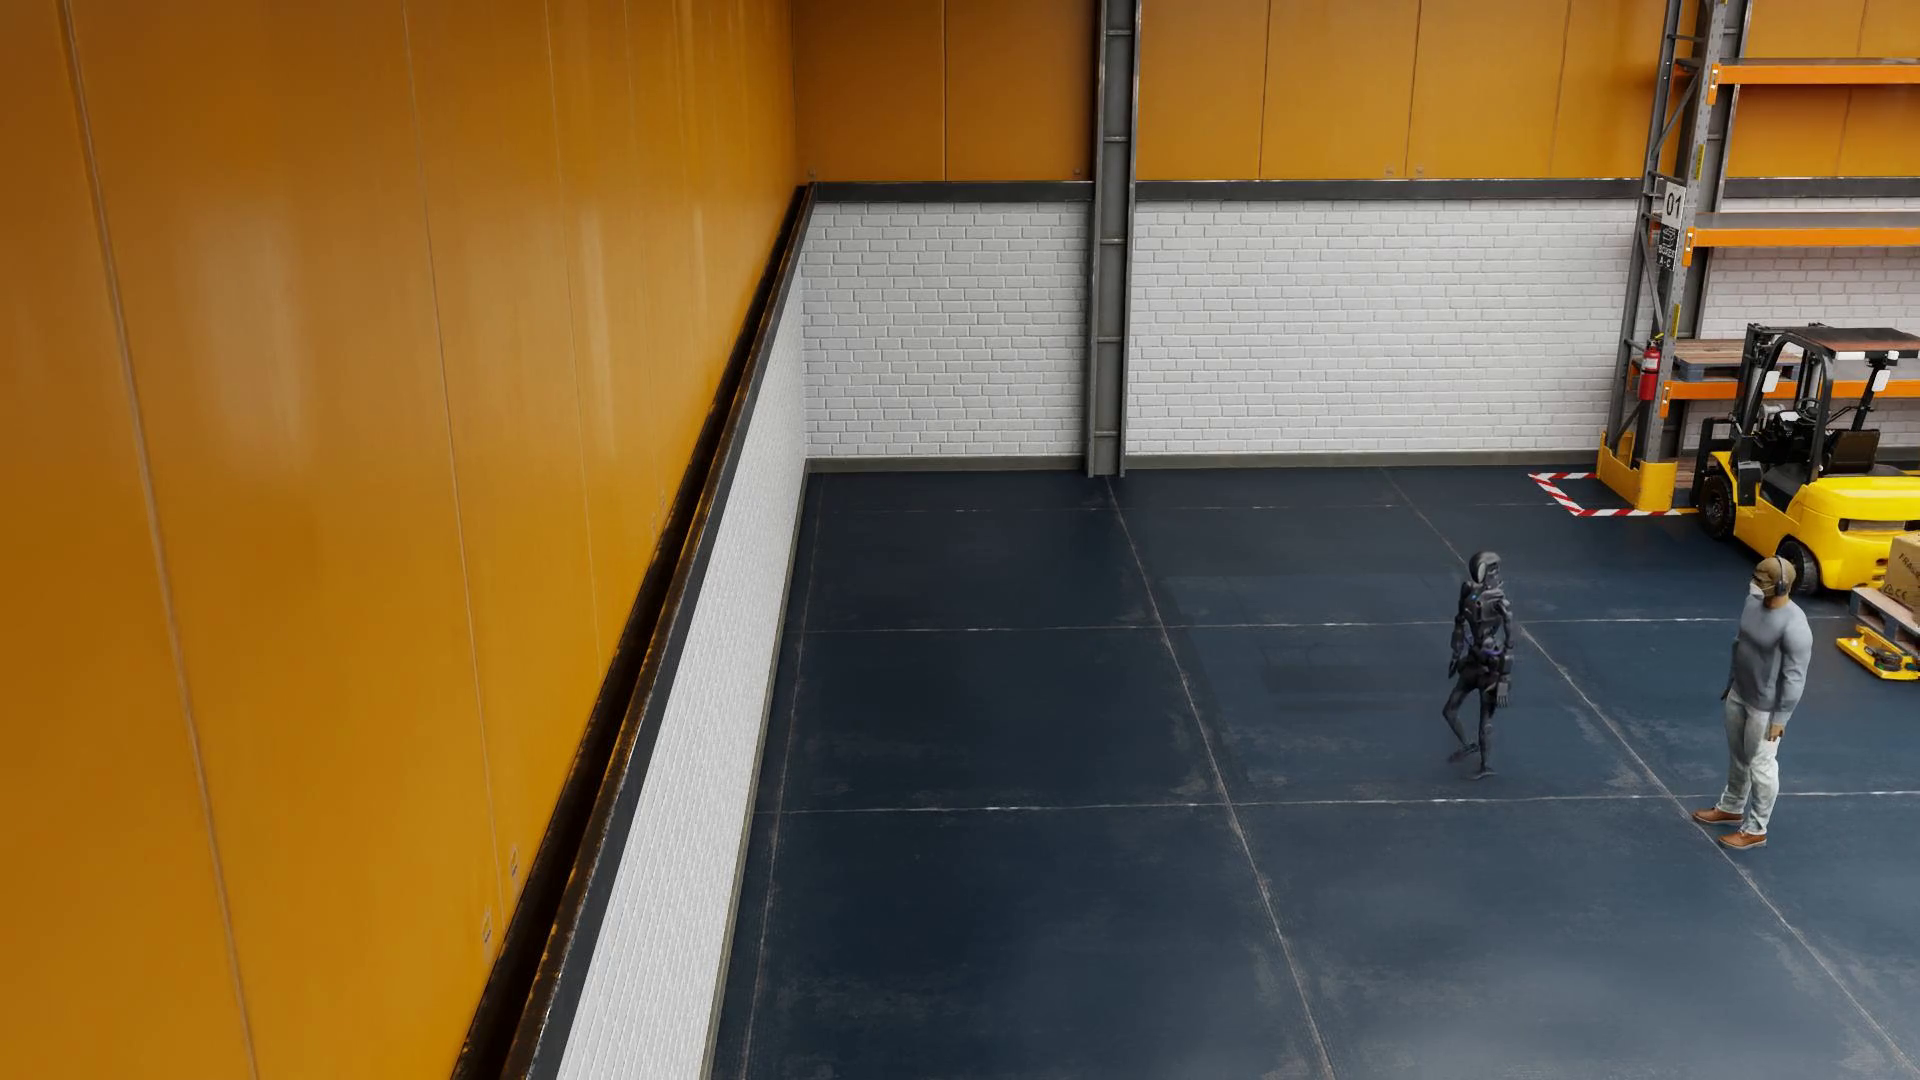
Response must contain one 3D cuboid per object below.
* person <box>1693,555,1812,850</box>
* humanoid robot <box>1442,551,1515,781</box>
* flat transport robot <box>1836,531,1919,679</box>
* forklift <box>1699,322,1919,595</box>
[{"bbox_3d":[4.994,1.009,10.408,0.353,1.937,0.633,-2,20,-4],"label":"person"},{"bbox_3d":[3.527,0.850,11.221,0.336,1.645,0.610,-8,22,-20],"label":"humanoid robot"},{"bbox_3d":[7.817,0.881,13.164,1.431,0.231,0.659,-1,20,-3],"label":"flat transport robot"},{"bbox_3d":[7.809,-0.792,14.926,1.214,2.155,2.313,-1,20,-2],"label":"forklift"}]
